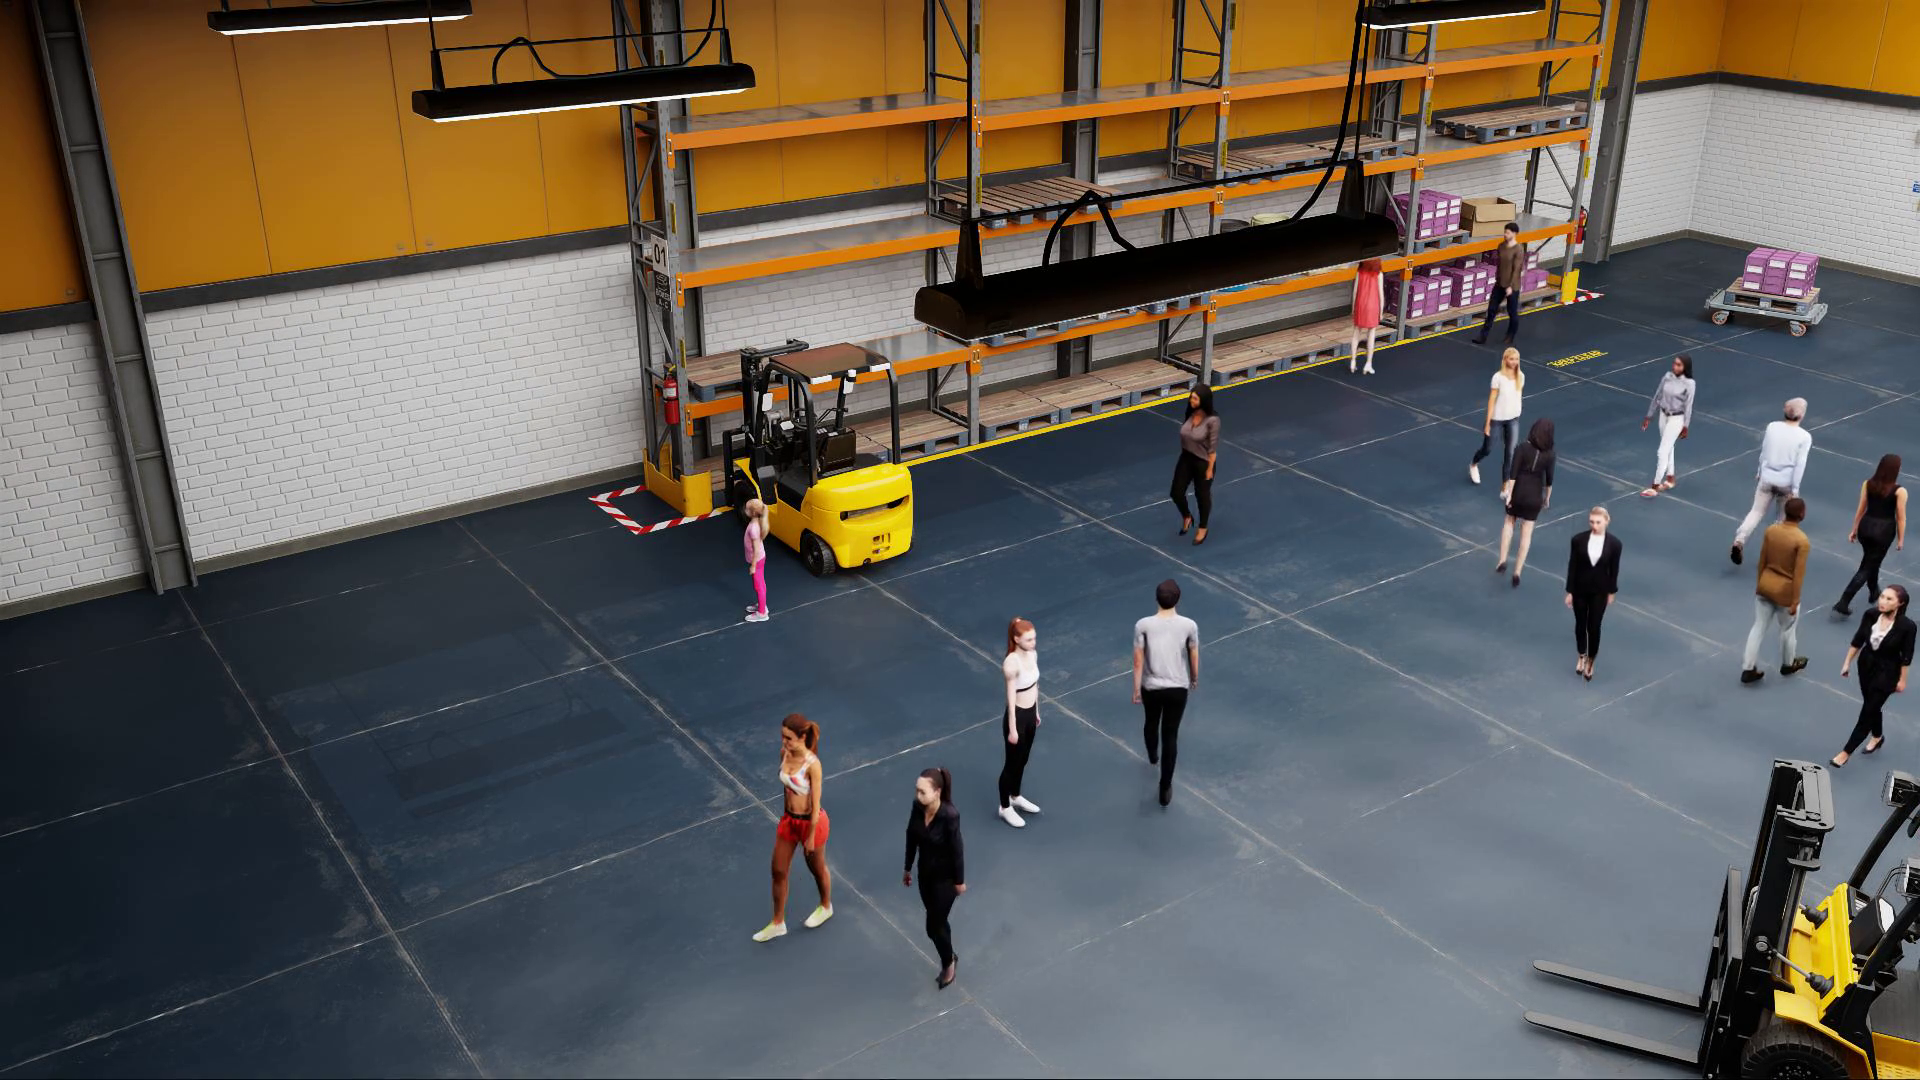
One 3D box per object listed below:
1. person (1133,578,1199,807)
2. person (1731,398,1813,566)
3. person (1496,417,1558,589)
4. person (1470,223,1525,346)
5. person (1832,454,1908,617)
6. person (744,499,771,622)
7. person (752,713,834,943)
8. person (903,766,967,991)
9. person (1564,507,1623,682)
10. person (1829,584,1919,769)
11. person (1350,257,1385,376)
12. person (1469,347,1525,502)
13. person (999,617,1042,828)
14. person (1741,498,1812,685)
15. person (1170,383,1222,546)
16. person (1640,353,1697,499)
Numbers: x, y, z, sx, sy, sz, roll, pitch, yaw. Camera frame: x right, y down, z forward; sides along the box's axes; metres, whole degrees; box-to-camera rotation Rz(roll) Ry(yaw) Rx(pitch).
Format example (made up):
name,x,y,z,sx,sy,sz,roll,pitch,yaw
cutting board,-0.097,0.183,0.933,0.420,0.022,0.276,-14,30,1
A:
name,x,y,z,sx,sy,sz,roll,pitch,yaw
person,1.646,1.247,13.330,1.185,1.819,1.246,4,24,9
person,8.510,-0.568,17.411,1.092,1.874,0.682,-17,29,-34
person,5.787,-0.355,17.066,0.786,1.761,0.849,2,24,5
person,8.240,-3.801,24.841,1.022,1.848,0.642,-16,28,-33
person,8.989,-0.005,16.406,1.158,1.647,0.631,-14,27,-30
person,-2.013,0.177,16.459,0.632,1.271,0.585,-1,24,-1
person,-1.031,1.976,11.725,0.710,1.768,0.946,20,30,38
person,-0.103,2.244,11.201,0.619,1.697,0.637,21,31,40
person,5.797,0.457,15.306,0.750,1.683,0.790,9,25,20
person,7.712,1.117,13.875,1.062,1.620,0.686,-12,27,-26
person,5.772,-3.253,23.615,0.662,1.826,0.620,17,29,33
person,6.271,-1.381,19.396,1.178,1.775,0.981,-5,24,-11
person,0.467,1.407,13.058,0.713,1.742,0.572,14,27,29
person,7.357,0.495,15.081,0.973,1.793,0.722,-12,26,-26
person,2.647,-0.835,18.077,0.704,1.830,0.710,21,31,39
person,8.383,-1.366,19.456,0.964,1.699,0.742,-9,25,-19
